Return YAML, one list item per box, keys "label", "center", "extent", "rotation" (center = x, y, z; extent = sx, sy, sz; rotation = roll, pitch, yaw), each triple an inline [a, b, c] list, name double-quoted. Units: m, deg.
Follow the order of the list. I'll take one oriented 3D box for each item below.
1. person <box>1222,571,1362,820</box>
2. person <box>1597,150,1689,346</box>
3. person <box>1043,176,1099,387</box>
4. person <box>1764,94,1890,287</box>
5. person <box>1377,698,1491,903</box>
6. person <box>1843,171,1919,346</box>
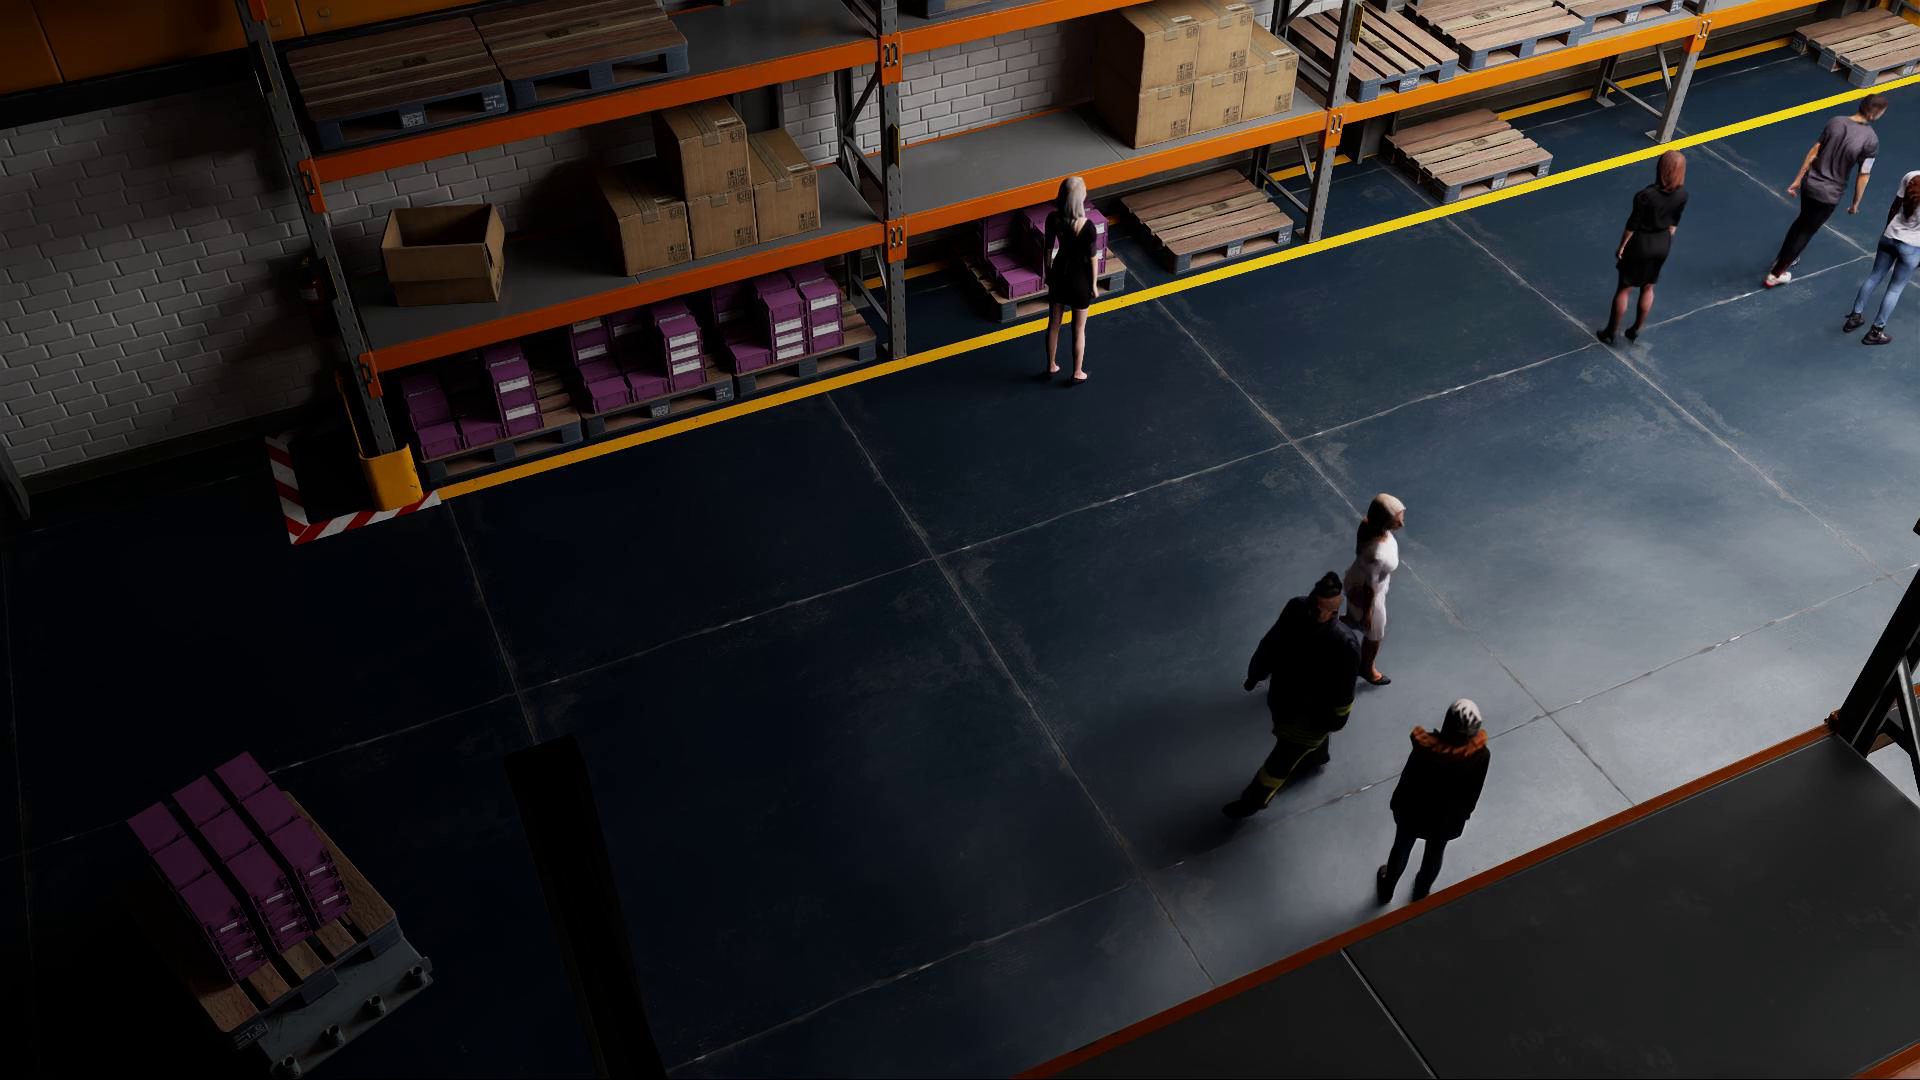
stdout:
- label: "person"
  center: [2.099, 0.848, 9.730]
  extent: [1.136, 1.824, 0.796]
  rotation: [-19, 47, -19]
- label: "person"
  center: [5.416, -2.283, 13.106]
  extent: [0.548, 1.701, 0.703]
  rotation: [-6, 44, -7]
- label: "person"
  center: [0.835, -1.967, 12.681]
  extent: [0.661, 1.829, 0.694]
  rotation: [19, 47, 19]
- label: "person"
  center: [7.033, -2.853, 13.686]
  extent: [0.724, 1.726, 0.660]
  rotation: [-27, 50, -26]
- label: "person"
  center: [2.619, 1.473, 9.213]
  extent: [0.692, 1.633, 0.782]
  rotation: [5, 44, 6]
- label: "person"
  center: [7.459, -2.341, 13.153]
  extent: [0.504, 1.720, 0.579]
  rotation: [-18, 46, -18]
